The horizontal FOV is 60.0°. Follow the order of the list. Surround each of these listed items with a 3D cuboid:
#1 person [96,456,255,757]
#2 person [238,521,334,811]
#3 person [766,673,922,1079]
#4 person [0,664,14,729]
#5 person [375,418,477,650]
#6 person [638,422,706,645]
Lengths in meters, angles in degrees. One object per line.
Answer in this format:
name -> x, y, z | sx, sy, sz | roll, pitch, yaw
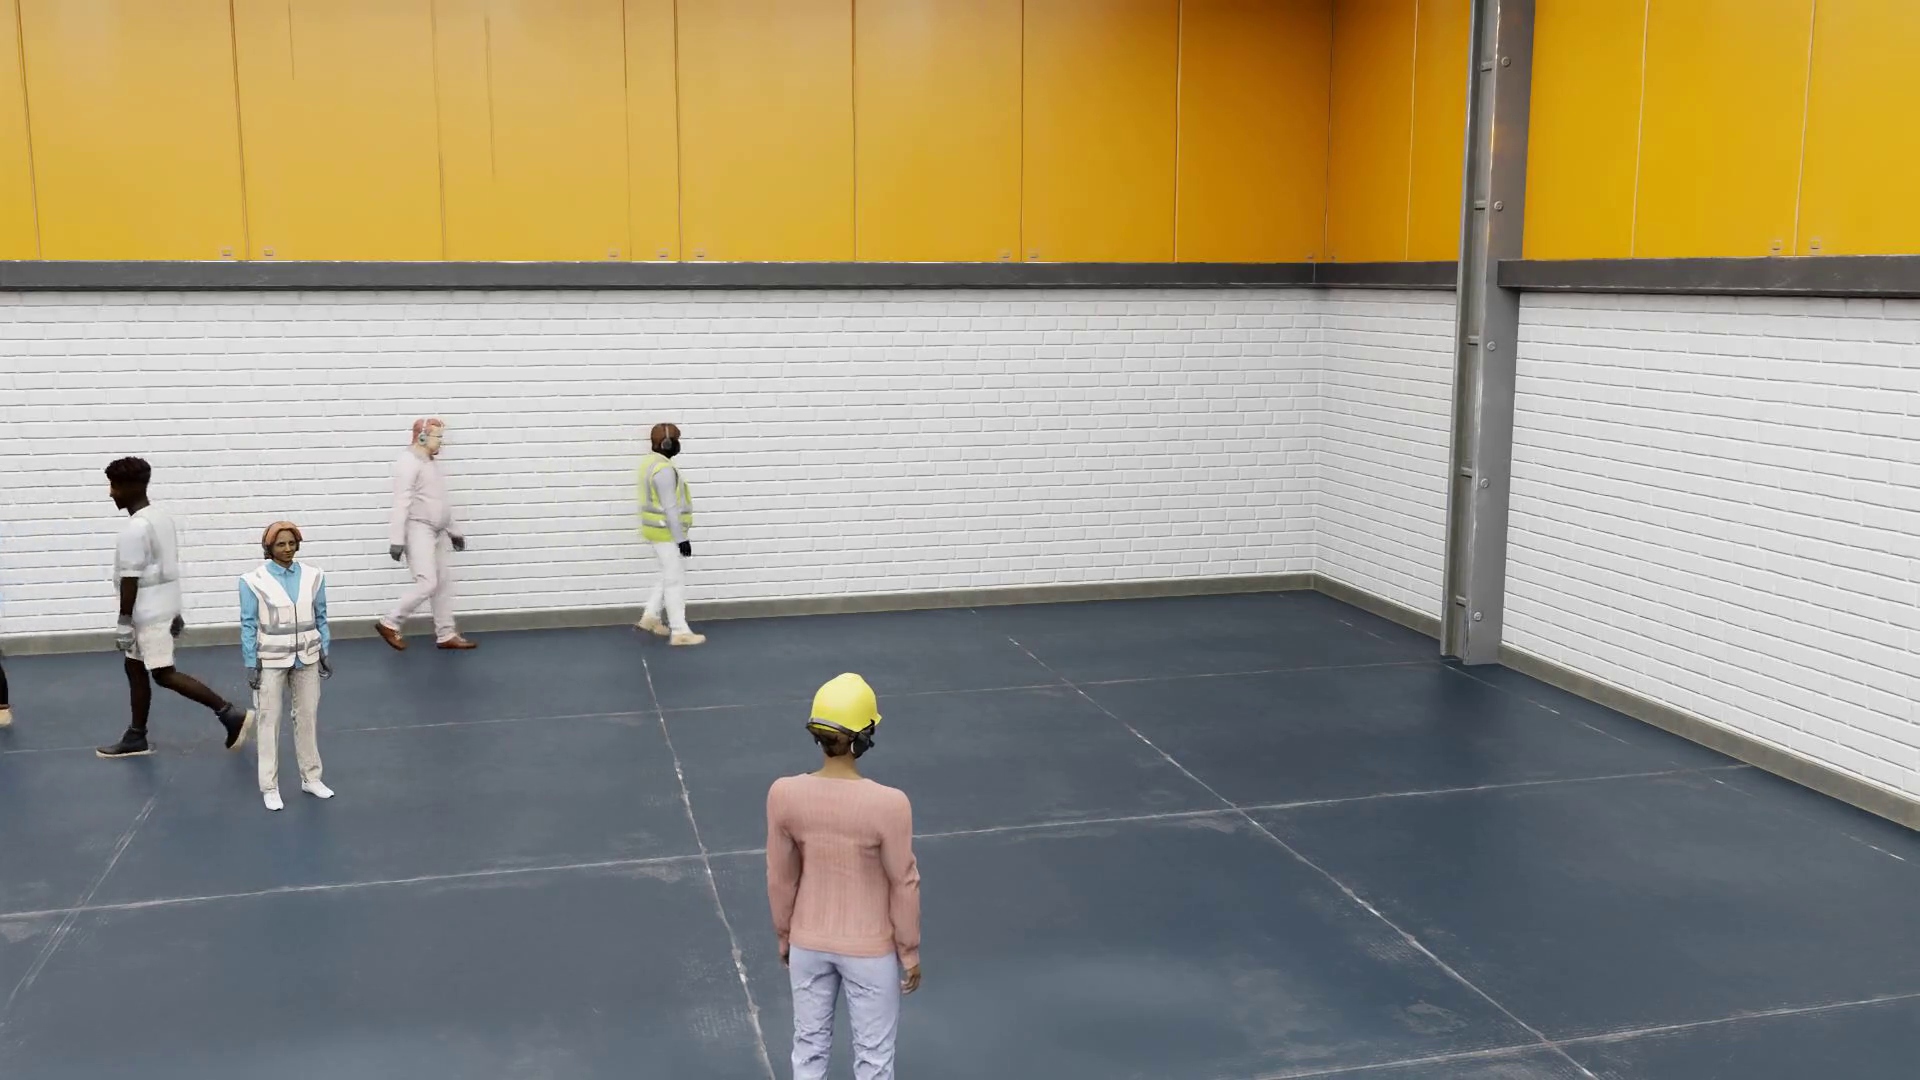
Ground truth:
person -> -4.934, 0.427, 10.351 | 0.922, 1.935, 0.602 | -2, 9, -10
person -> -3.838, 0.701, 9.492 | 0.307, 1.641, 0.512 | 8, 12, 41
person -> -0.364, 1.301, 5.357 | 0.522, 1.769, 0.317 | 4, 10, 21
person -> -6.616, 0.459, 10.879 | 0.688, 1.665, 0.547 | -4, 10, -23
person -> -4.293, -0.028, 13.274 | 0.773, 1.887, 0.694 | 0, 9, -1
person -> -2.358, -0.045, 13.548 | 0.486, 1.835, 0.651 | -3, 10, -18
